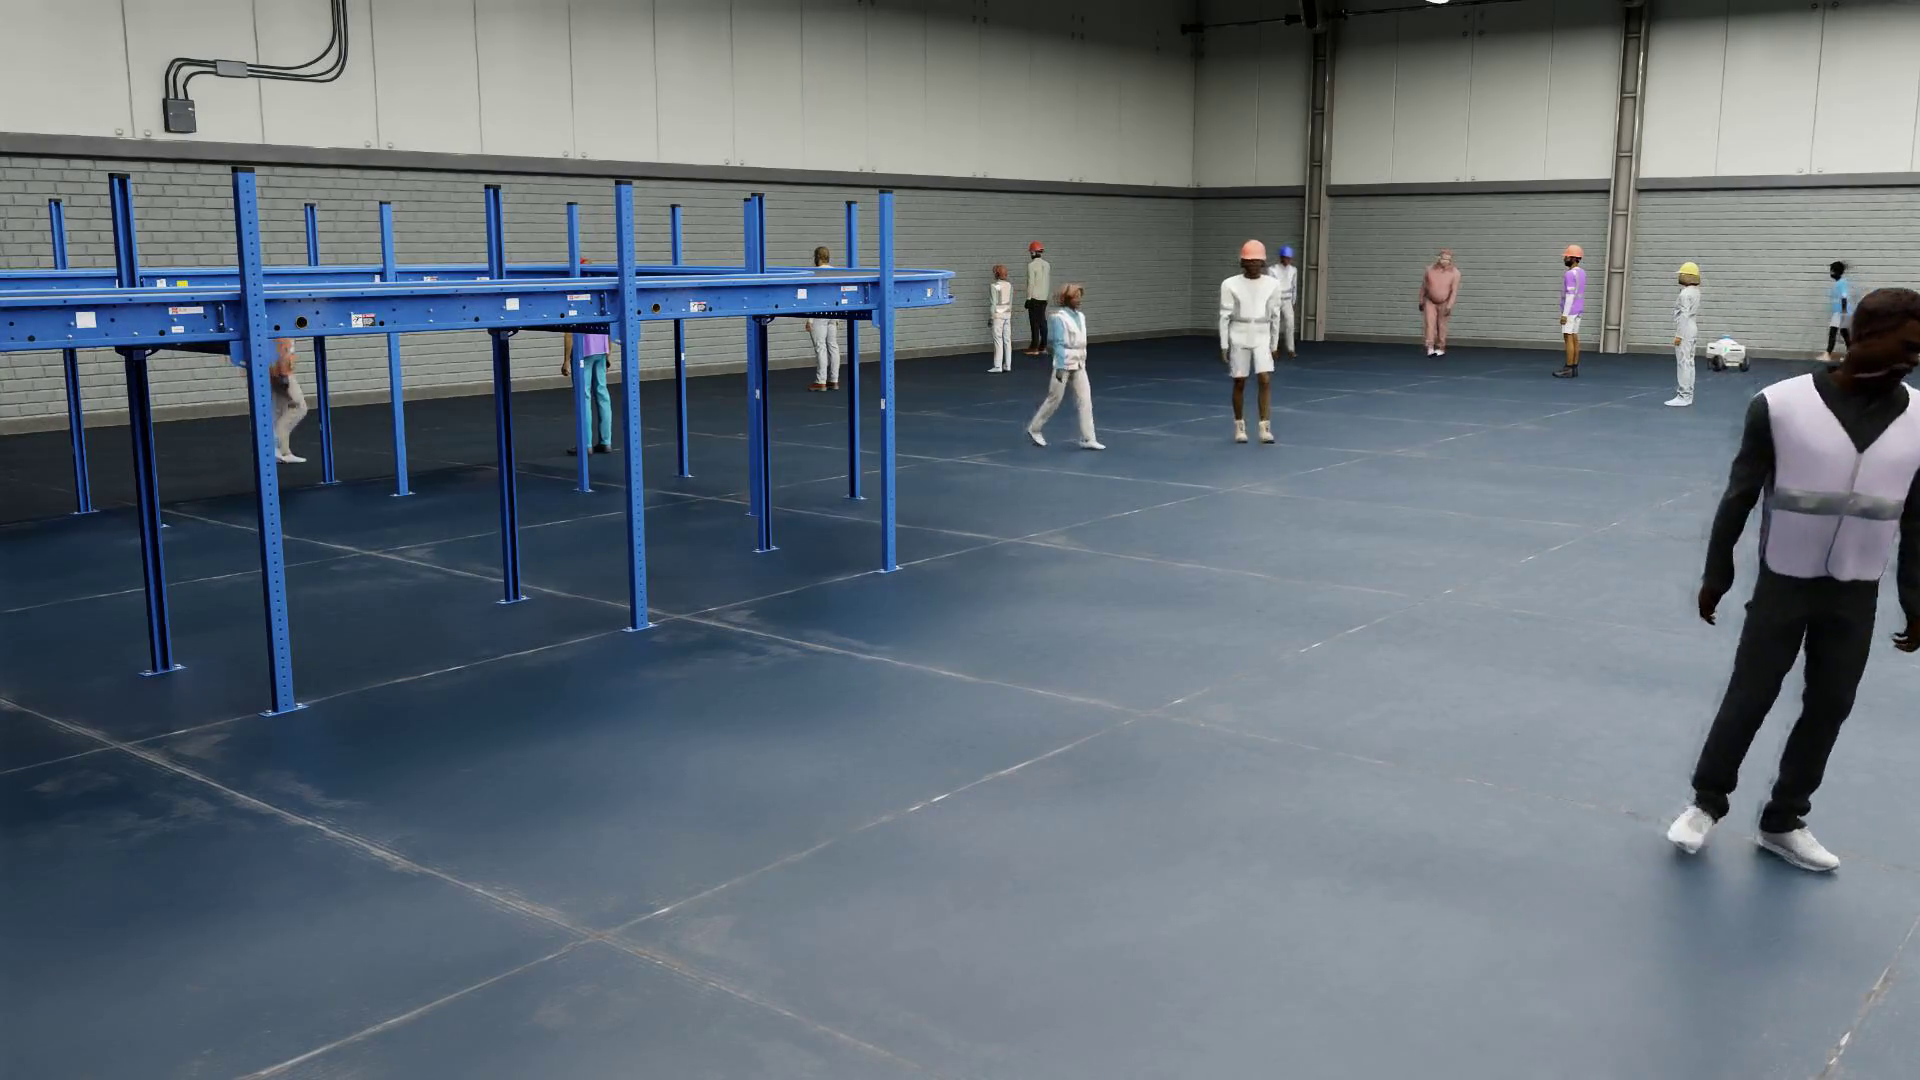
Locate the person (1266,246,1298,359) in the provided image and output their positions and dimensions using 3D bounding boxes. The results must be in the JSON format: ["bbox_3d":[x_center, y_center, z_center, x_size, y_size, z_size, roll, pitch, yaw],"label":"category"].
[{"bbox_3d":[5.484,-4.023,28.249,0.639,1.912,0.837,-3,11,-15],"label":"person"}]

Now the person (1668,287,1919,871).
[{"bbox_3d":[2.728,0.136,5.305,0.652,1.874,0.452,1,10,5],"label":"person"}]

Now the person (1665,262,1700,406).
[{"bbox_3d":[8.891,-2.528,20.421,0.284,1.746,0.492,8,13,37],"label":"person"}]

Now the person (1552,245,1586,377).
[{"bbox_3d":[9.038,-3.390,24.676,0.374,1.937,0.553,8,13,37],"label":"person"}]

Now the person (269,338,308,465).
[{"bbox_3d":[-6.086,-1.483,14.938,0.364,1.623,0.537,-7,13,-35],"label":"person"}]

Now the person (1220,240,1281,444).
[{"bbox_3d":[2.883,-1.938,16.437,0.622,2.007,0.929,0,10,1],"label":"person"}]

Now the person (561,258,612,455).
[{"bbox_3d":[-3.511,-1.731,15.737,0.375,1.845,0.578,8,13,37],"label":"person"}]

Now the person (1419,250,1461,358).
[{"bbox_3d":[8.285,-4.082,28.787,0.676,1.842,0.846,4,11,20],"label":"person"}]

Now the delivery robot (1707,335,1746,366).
[{"bbox_3d":[11.947,-2.953,25.936,0.477,0.478,0.707,0,10,2],"label":"delivery robot"}]

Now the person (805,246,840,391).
[{"bbox_3d":[-1.846,-2.990,22.448,0.360,1.938,0.635,8,13,37],"label":"person"}]

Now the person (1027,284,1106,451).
[{"bbox_3d":[1.016,-1.690,16.178,0.829,1.603,0.528,8,13,38],"label":"person"}]

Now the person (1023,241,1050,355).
[{"bbox_3d":[1.361,-4.310,29.606,0.382,1.993,0.622,8,13,37],"label":"person"}]

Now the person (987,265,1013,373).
[{"bbox_3d":[0.616,-3.379,25.418,0.305,1.645,0.522,8,13,37],"label":"person"}]

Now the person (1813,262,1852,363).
[{"bbox_3d":[14.411,-3.731,27.328,0.781,1.645,0.605,2,10,12],"label":"person"}]
